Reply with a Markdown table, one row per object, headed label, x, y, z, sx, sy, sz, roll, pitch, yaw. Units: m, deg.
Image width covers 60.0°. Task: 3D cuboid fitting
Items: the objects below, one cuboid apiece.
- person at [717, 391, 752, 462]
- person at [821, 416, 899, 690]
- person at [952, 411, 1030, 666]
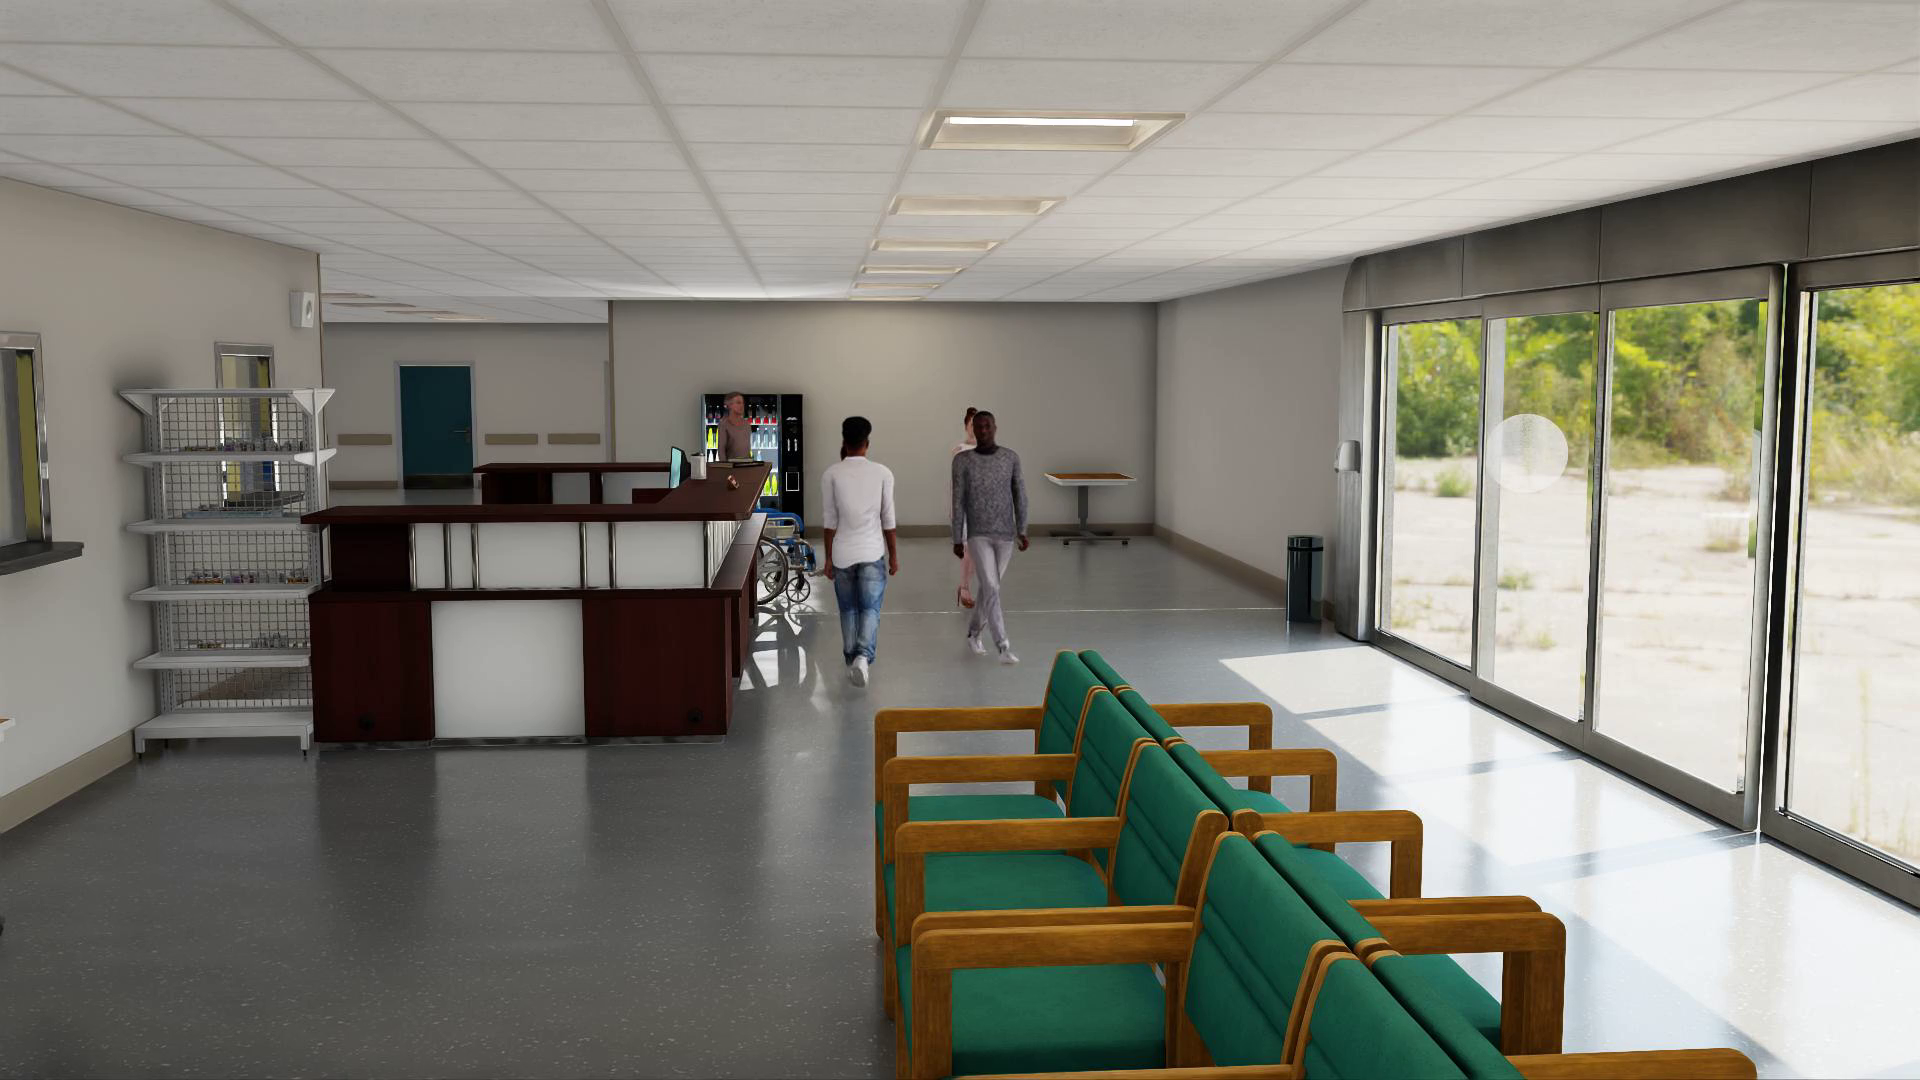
| label | x | y | z | sx | sy | sz | roll | pitch | yaw |
| --- | --- | --- | --- | --- | --- | --- | --- | --- | --- |
| person | -2.582 | -0.757 | 19.030 | 0.820 | 1.880 | 0.771 | 4 | 7 | 37 |
| person | -0.680 | 0.102 | 10.983 | 1.113 | 1.781 | 0.809 | 0 | 6 | 2 |
| person | 0.195 | -0.001 | 11.986 | 1.207 | 1.786 | 0.960 | -2 | 6 | -19 |
